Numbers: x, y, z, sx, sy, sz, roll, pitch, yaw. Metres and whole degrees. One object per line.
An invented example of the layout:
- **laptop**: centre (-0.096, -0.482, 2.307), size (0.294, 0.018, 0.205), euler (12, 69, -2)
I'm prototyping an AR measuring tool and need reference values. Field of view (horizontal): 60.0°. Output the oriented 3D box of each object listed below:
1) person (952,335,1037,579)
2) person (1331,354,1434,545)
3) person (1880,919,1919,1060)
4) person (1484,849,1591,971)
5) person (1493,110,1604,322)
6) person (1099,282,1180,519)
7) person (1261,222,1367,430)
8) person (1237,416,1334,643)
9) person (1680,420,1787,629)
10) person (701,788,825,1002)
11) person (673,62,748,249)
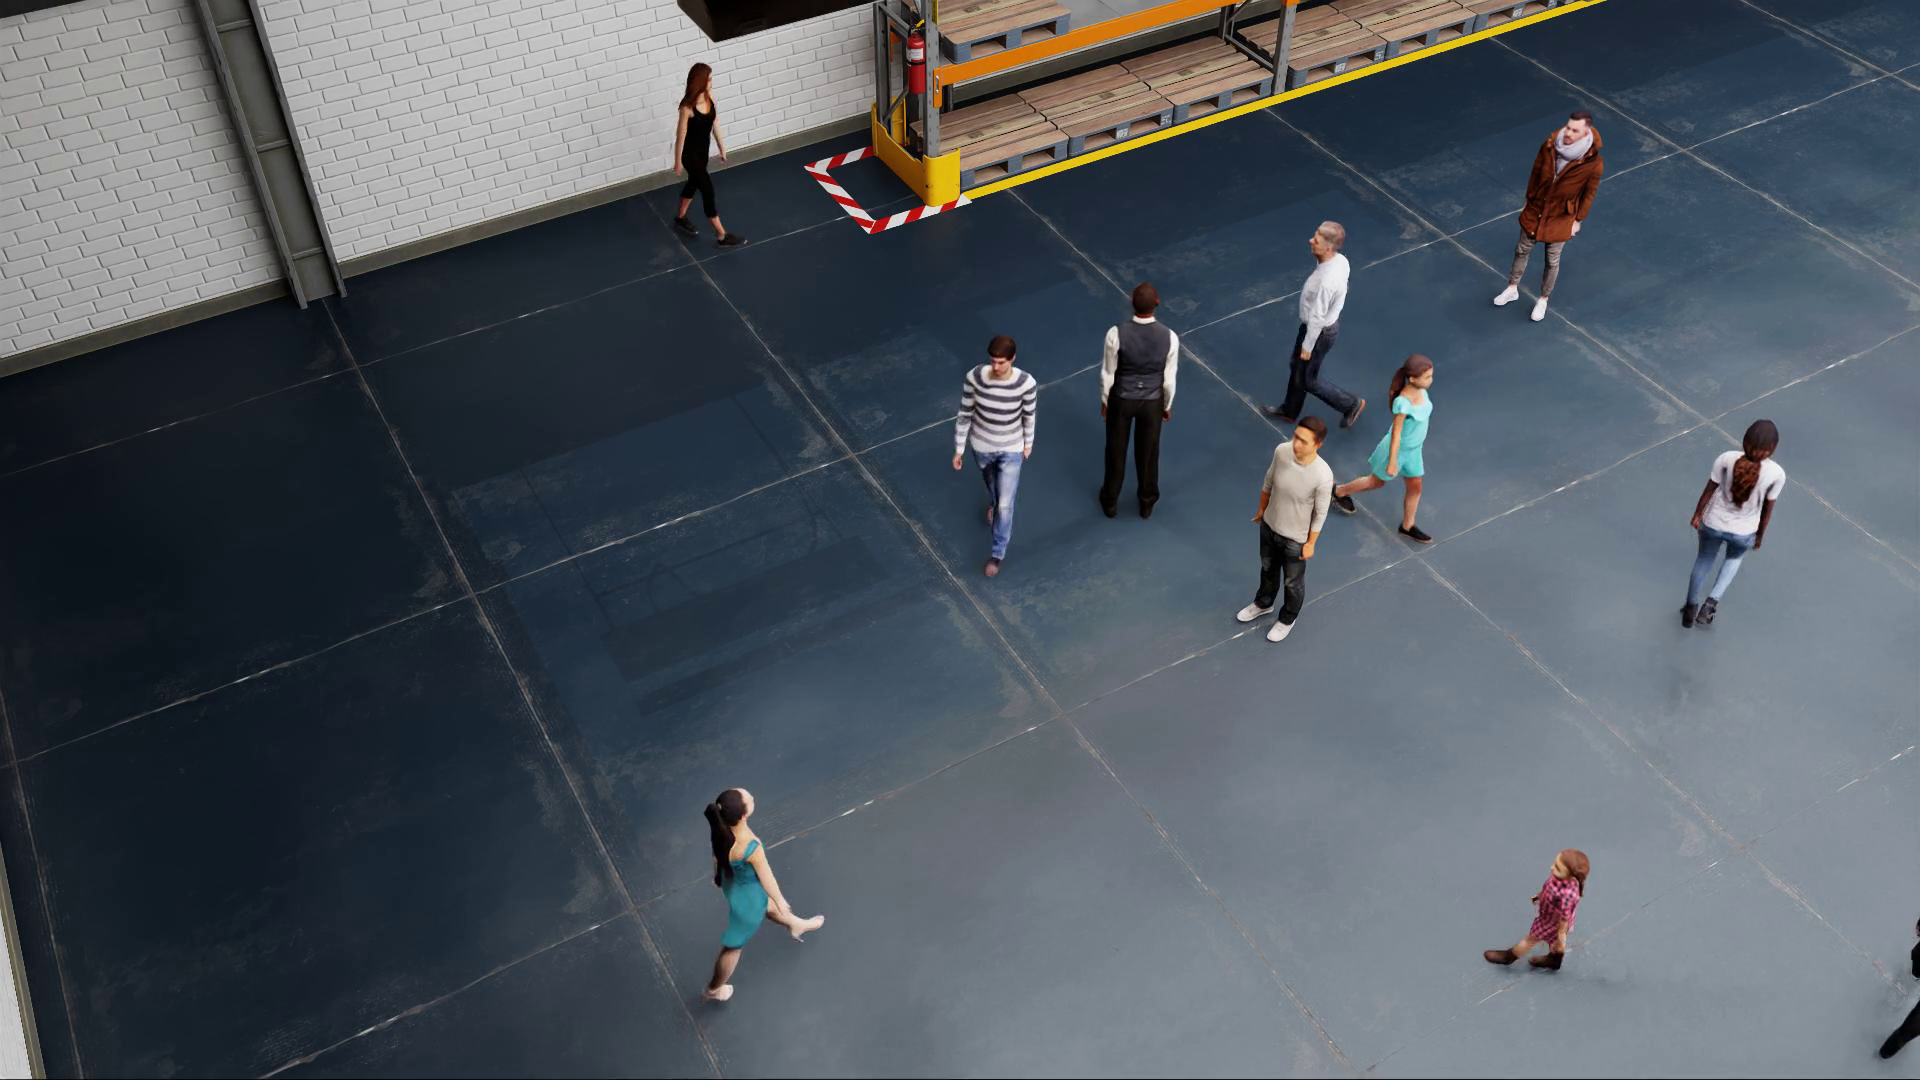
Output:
- **person**: centre (0.276, -0.722, 11.523), size (1.168, 1.799, 1.236), euler (12, 45, 12)
- **person**: centre (3.016, -0.665, 11.657), size (0.878, 1.530, 1.054), euler (28, 50, 27)
- **person**: centre (5.168, 2.135, 8.640), size (1.103, 1.638, 0.752), euler (-33, 53, -30)
- **person**: centre (3.342, 2.062, 9.174), size (0.730, 1.006, 0.651), euler (6, 44, 7)
- **person**: centre (4.809, -2.660, 13.527), size (0.815, 1.840, 0.837), euler (29, 51, 27)
- **person**: centre (1.232, -0.961, 11.689), size (0.731, 1.914, 0.842), euler (1, 44, 1)
- **person**: centre (2.732, -1.541, 12.374), size (1.094, 1.808, 1.036), euler (11, 45, 11)
- **person**: centre (2.160, -0.097, 10.857), size (0.612, 1.812, 0.687), euler (-31, 52, -28)
- **person**: centre (5.011, -0.035, 10.863), size (0.759, 1.714, 0.814), euler (21, 47, 20)
- **person**: centre (-1.202, 1.934, 8.855), size (1.095, 1.633, 0.703), euler (-30, 51, -27)
- **person**: centre (-2.352, -3.333, 14.343), size (1.011, 1.688, 1.065), euler (24, 49, 23)
